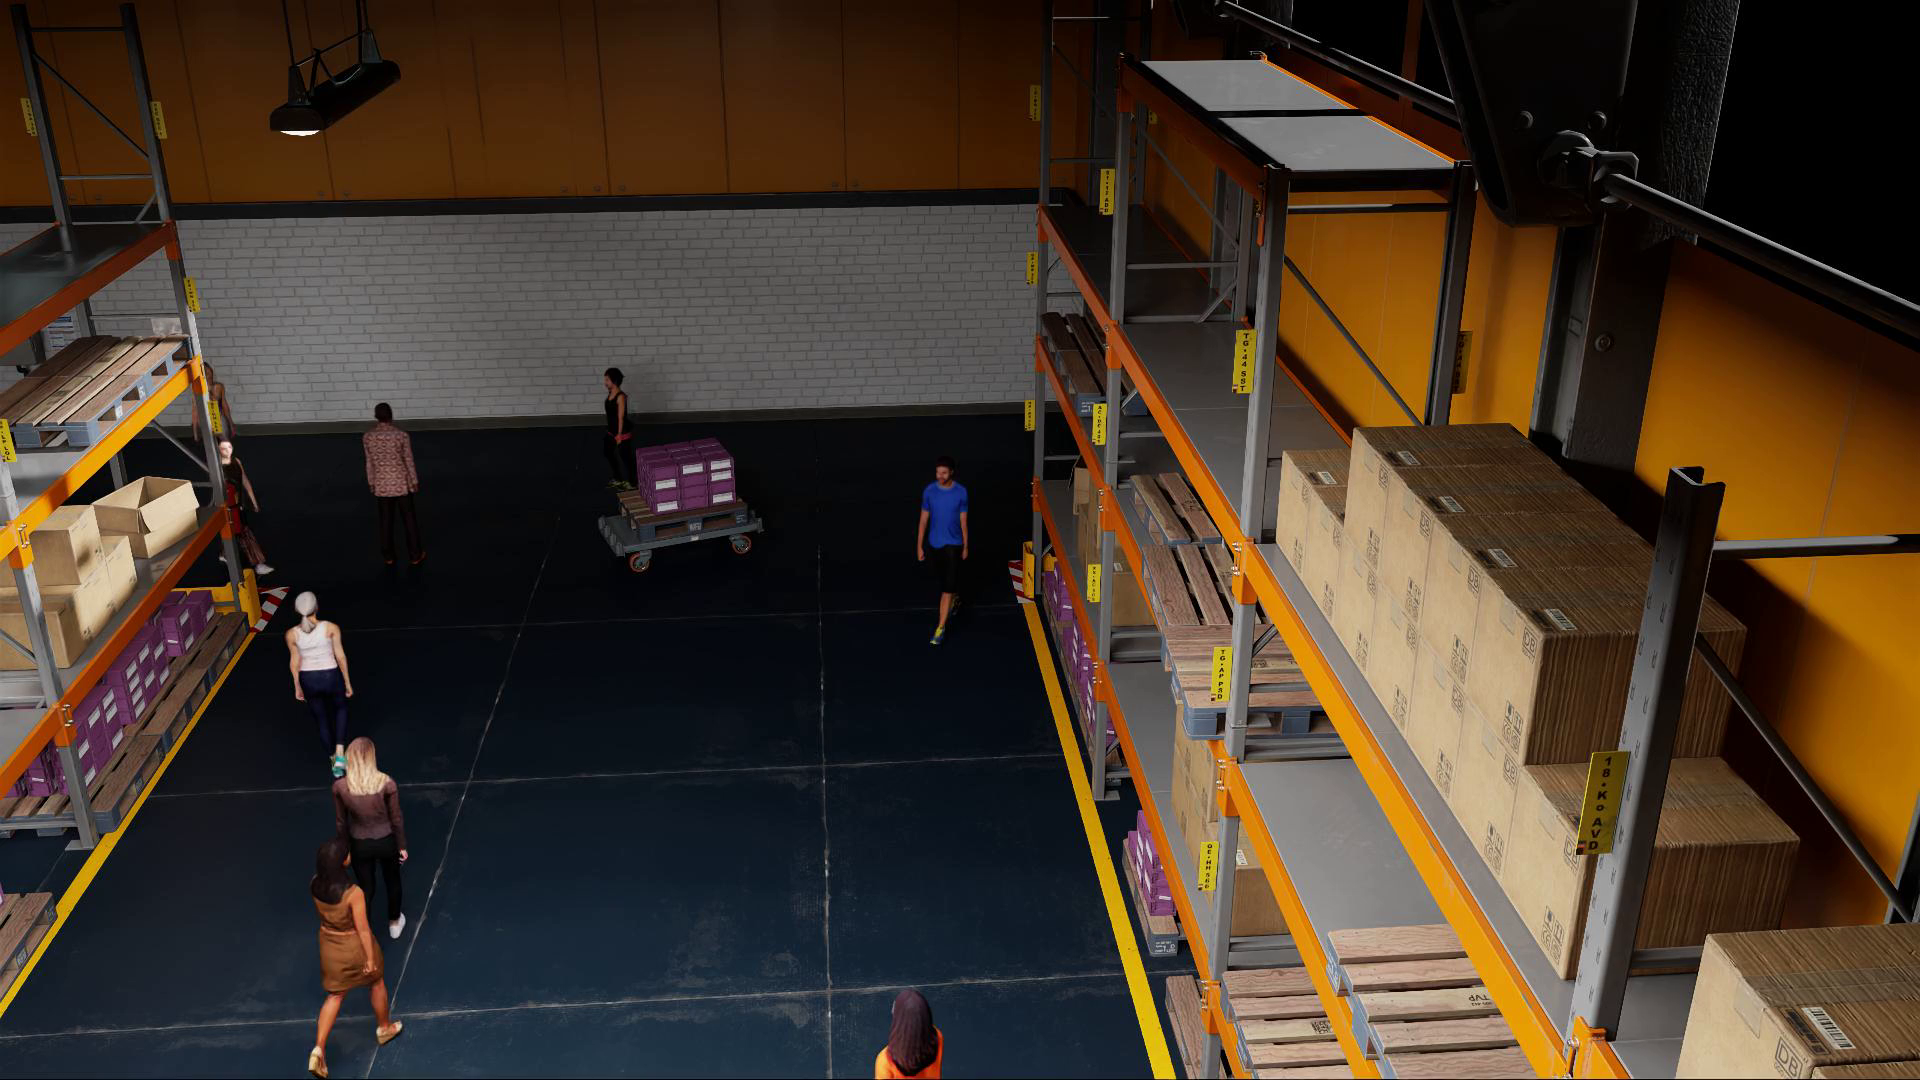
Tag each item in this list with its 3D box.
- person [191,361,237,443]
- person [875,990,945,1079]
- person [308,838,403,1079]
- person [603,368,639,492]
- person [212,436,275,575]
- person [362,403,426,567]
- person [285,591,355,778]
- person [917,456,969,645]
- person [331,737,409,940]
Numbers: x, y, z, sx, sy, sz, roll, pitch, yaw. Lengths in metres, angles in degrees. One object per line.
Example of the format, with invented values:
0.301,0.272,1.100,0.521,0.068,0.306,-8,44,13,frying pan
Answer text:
-8.688,-1.229,19.503,1.154,1.658,1.082,19,30,37,person
-0.269,3.209,9.237,0.709,1.749,0.749,-21,31,-40,person
-3.950,2.668,10.577,0.808,1.665,1.071,7,25,16,person
-4.003,-1.331,19.881,0.734,1.542,0.656,-14,27,-29,person
-7.803,-0.382,17.739,1.008,1.519,1.078,12,26,26,person
-6.098,-0.595,17.876,0.688,1.798,0.599,0,24,1,person
-5.289,1.245,13.794,0.702,1.696,0.759,-7,25,-16,person
-0.113,0.024,16.437,0.967,1.818,1.322,7,25,16,person
-4.118,2.193,11.642,0.634,1.684,0.982,-3,24,-7,person
